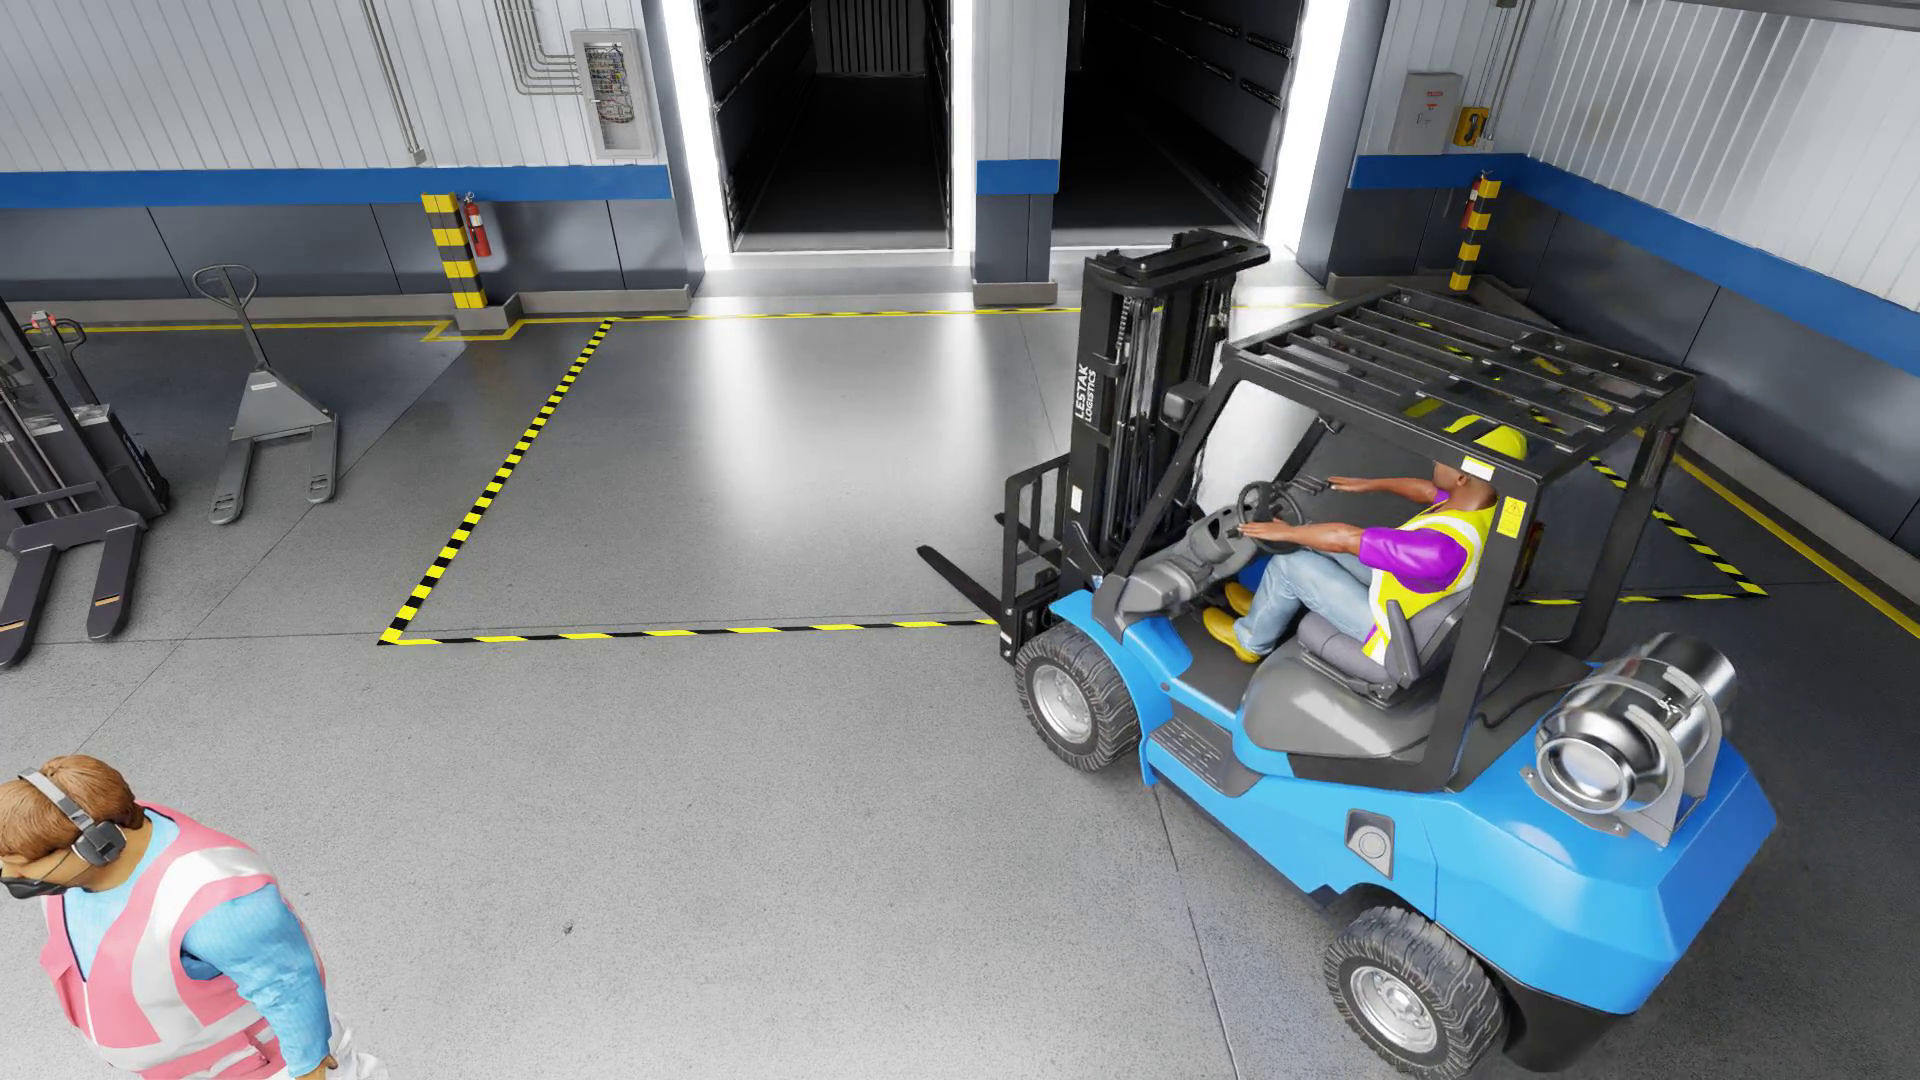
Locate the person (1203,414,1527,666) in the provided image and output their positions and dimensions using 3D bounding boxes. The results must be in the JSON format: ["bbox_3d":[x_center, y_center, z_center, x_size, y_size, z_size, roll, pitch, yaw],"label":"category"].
[{"bbox_3d":[1.412,0.009,3.338,0.635,1.294,1.004,-23,41,-30],"label":"person"}]

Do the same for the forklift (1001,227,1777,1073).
[{"bbox_3d":[1.442,0.193,3.402,1.157,2.036,2.680,-23,41,-30],"label":"forklift"}]

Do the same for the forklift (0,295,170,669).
[{"bbox_3d":[-5.212,-0.618,4.878,0.823,1.965,1.885,-20,39,-26],"label":"forklift"}]

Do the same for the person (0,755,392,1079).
[{"bbox_3d":[-1.862,1.232,2.355,0.624,1.843,0.429,12,37,16],"label":"person"}]

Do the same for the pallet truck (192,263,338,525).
[{"bbox_3d":[-4.778,-1.027,6.128,0.680,1.201,1.601,-17,38,-23],"label":"pallet truck"}]
